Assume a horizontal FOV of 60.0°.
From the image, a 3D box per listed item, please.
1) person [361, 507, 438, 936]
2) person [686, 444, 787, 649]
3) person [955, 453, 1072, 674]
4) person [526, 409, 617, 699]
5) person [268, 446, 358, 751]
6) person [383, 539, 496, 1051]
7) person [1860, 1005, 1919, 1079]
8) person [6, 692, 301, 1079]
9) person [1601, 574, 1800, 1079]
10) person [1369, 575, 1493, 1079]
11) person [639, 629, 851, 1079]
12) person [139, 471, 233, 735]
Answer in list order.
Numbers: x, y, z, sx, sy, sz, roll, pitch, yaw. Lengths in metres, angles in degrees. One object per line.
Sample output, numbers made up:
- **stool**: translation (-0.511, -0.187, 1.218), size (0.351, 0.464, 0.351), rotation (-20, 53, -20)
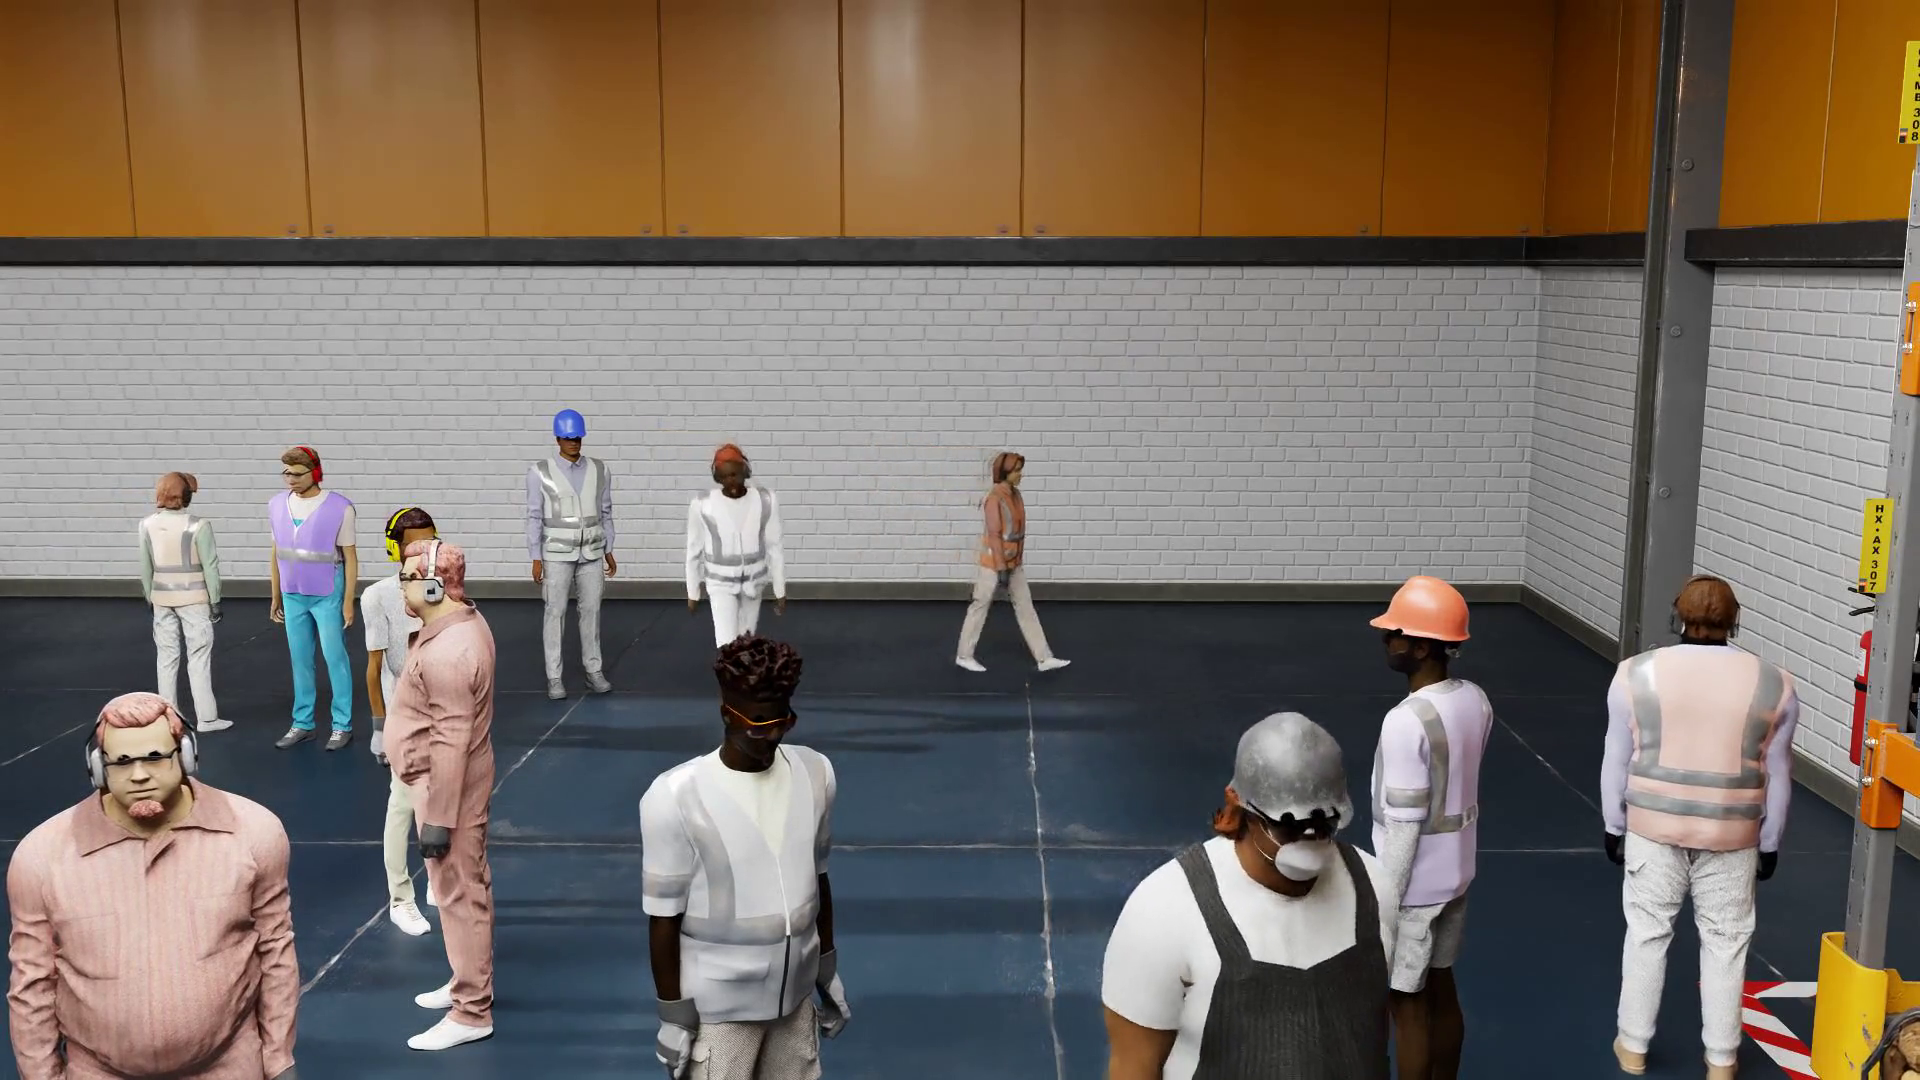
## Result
- **person**: translation (-2.364, 0.778, 7.323), size (0.323, 1.871, 0.528), rotation (6, 11, 31)
- **person**: translation (-1.378, 0.300, 10.357), size (0.600, 1.815, 1.076), rotation (-4, 10, -23)
- **person**: translation (0.338, 0.178, 11.754), size (0.872, 1.590, 0.537), rotation (5, 11, 28)
- **person**: translation (-2.610, 0.088, 11.218), size (0.615, 1.946, 0.391), rotation (-7, 11, -34)
- **person**: translation (-3.880, 0.345, 10.012), size (0.563, 1.837, 0.389), rotation (2, 10, 12)
- **person**: translation (-1.938, 0.940, 6.245), size (0.410, 1.909, 0.643), rotation (-2, 10, -12)
- **person**: translation (1.430, 1.586, 2.557), size (0.508, 1.846, 0.345), rotation (3, 10, 18)
- **person**: translation (-1.940, 1.303, 4.067), size (0.643, 1.909, 0.410), rotation (-5, 11, -28)
- **person**: translation (2.608, 1.031, 5.927), size (0.616, 1.835, 0.429), rotation (4, 10, 21)
- **person**: translation (1.466, 1.071, 5.350), size (0.346, 1.942, 0.550), rotation (8, 12, 40)
- **person**: translation (-0.561, 1.206, 4.494), size (0.603, 1.959, 0.376), rotation (-8, 13, -41)
- **person**: translation (-4.819, 0.395, 10.315), size (0.523, 1.636, 0.310), rotation (2, 10, 11)
